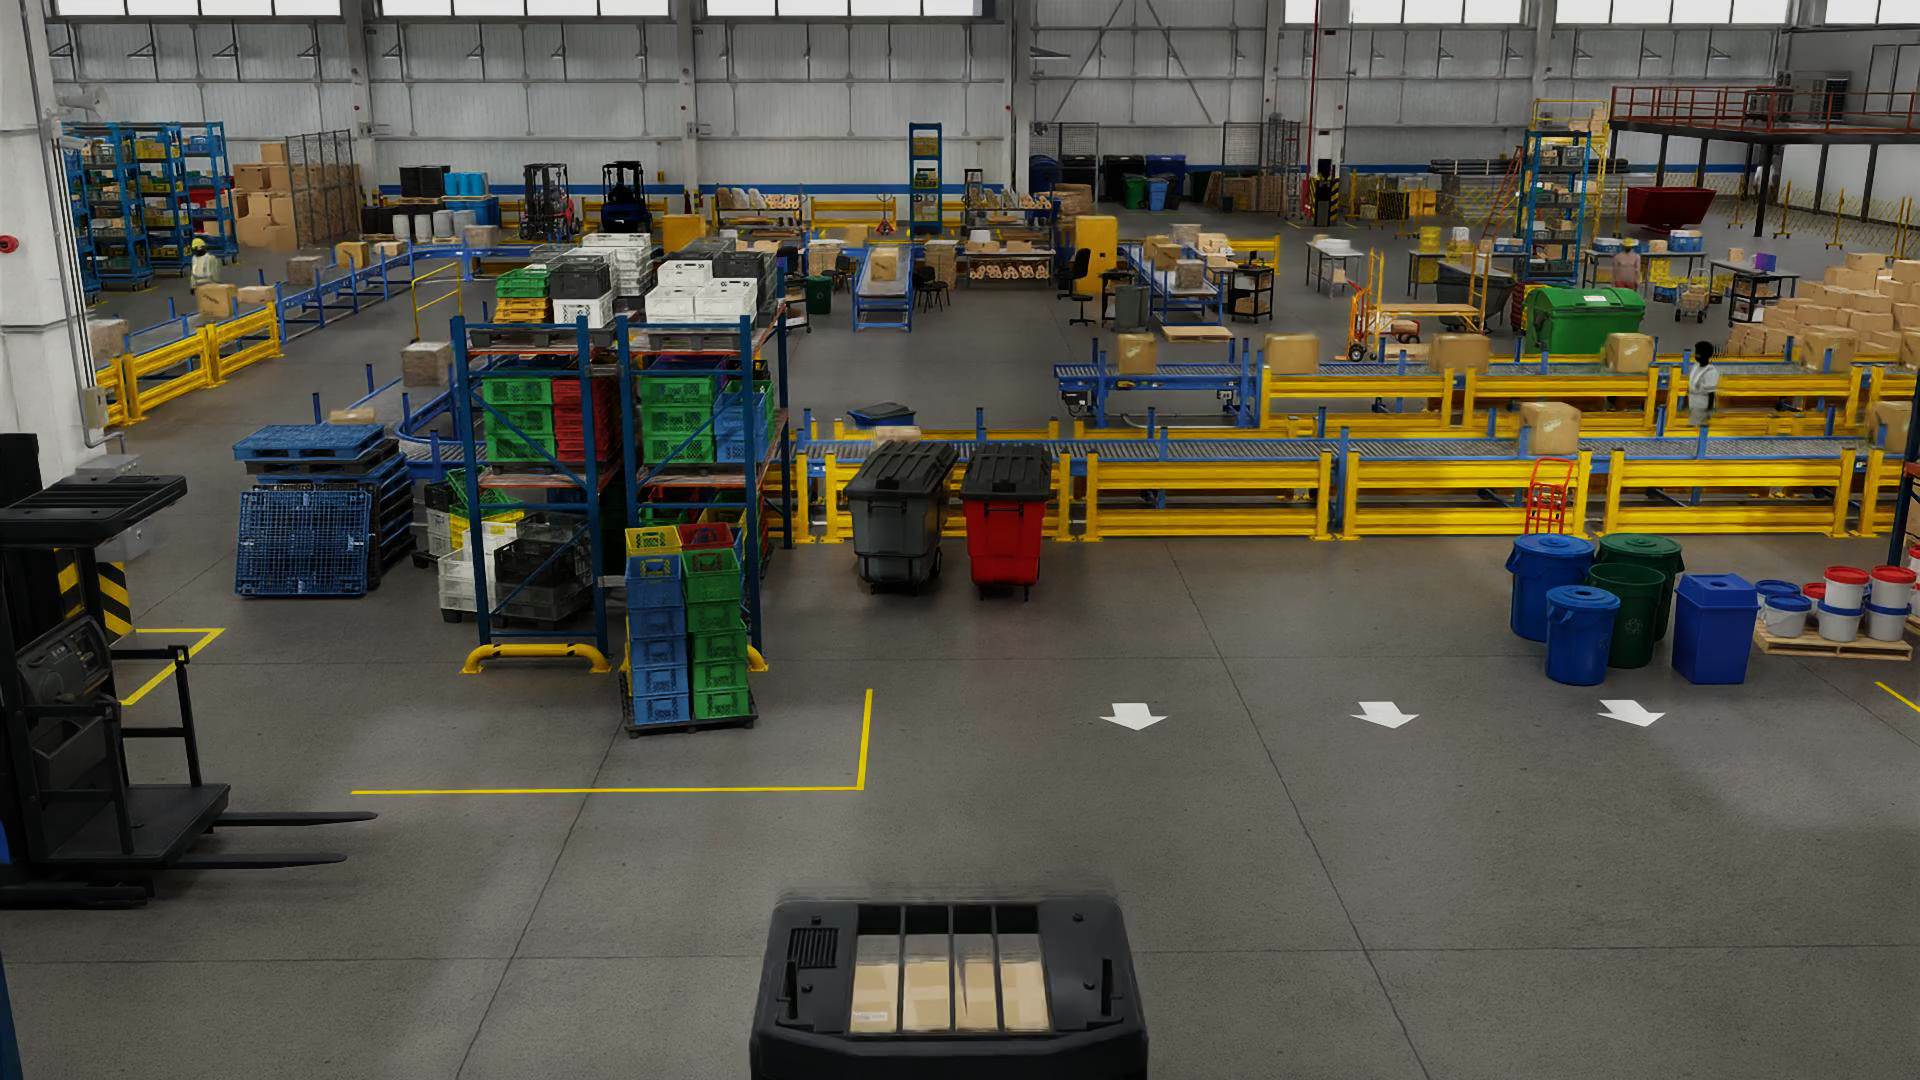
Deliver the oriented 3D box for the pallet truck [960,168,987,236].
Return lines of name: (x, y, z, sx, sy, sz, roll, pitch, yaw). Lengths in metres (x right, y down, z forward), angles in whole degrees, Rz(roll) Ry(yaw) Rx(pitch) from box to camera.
pallet truck: (0.383, -10.230, 50.206, 0.823, 1.965, 1.885, -1, 16, -3)

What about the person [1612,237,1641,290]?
person: (13.149, -5.134, 32.924, 0.527, 1.752, 0.612, 2, 16, 7)

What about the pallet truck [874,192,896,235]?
pallet truck: (-2.277, -9.986, 50.594, 0.653, 1.274, 1.630, 0, 16, -1)

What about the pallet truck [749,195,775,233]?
pallet truck: (-6.051, -9.967, 50.660, 0.680, 1.201, 1.601, 0, 16, -1)

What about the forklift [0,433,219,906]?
forklift: (-5.952, 0.780, 10.366, 1.873, 2.768, 1.129, 0, 16, -1)

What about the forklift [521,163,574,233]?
forklift: (-12.233, -10.122, 49.298, 1.157, 1.987, 2.680, 0, 16, -1)

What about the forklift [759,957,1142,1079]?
forklift: (-0.025, 2.459, 4.530, 1.129, 2.768, 1.873, 0, 16, -1)

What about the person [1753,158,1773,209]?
person: (28.291, -12.553, 58.556, 0.585, 1.852, 0.926, 0, 16, -2)

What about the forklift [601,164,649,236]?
forklift: (-9.948, -10.127, 49.296, 1.157, 1.987, 2.680, -1, 16, -3)

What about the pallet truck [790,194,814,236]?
pallet truck: (-4.814, -9.883, 50.259, 0.704, 1.261, 1.522, -1, 16, -3)

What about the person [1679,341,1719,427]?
person: (9.347, -1.688, 21.091, 0.439, 1.682, 0.539, 1, 16, 2)

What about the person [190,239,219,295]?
person: (-14.532, -4.865, 31.963, 0.639, 1.768, 0.626, 9, 18, 28)

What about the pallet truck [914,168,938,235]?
pallet truck: (-0.989, -10.316, 50.507, 0.823, 1.965, 1.885, 1, 16, 3)
